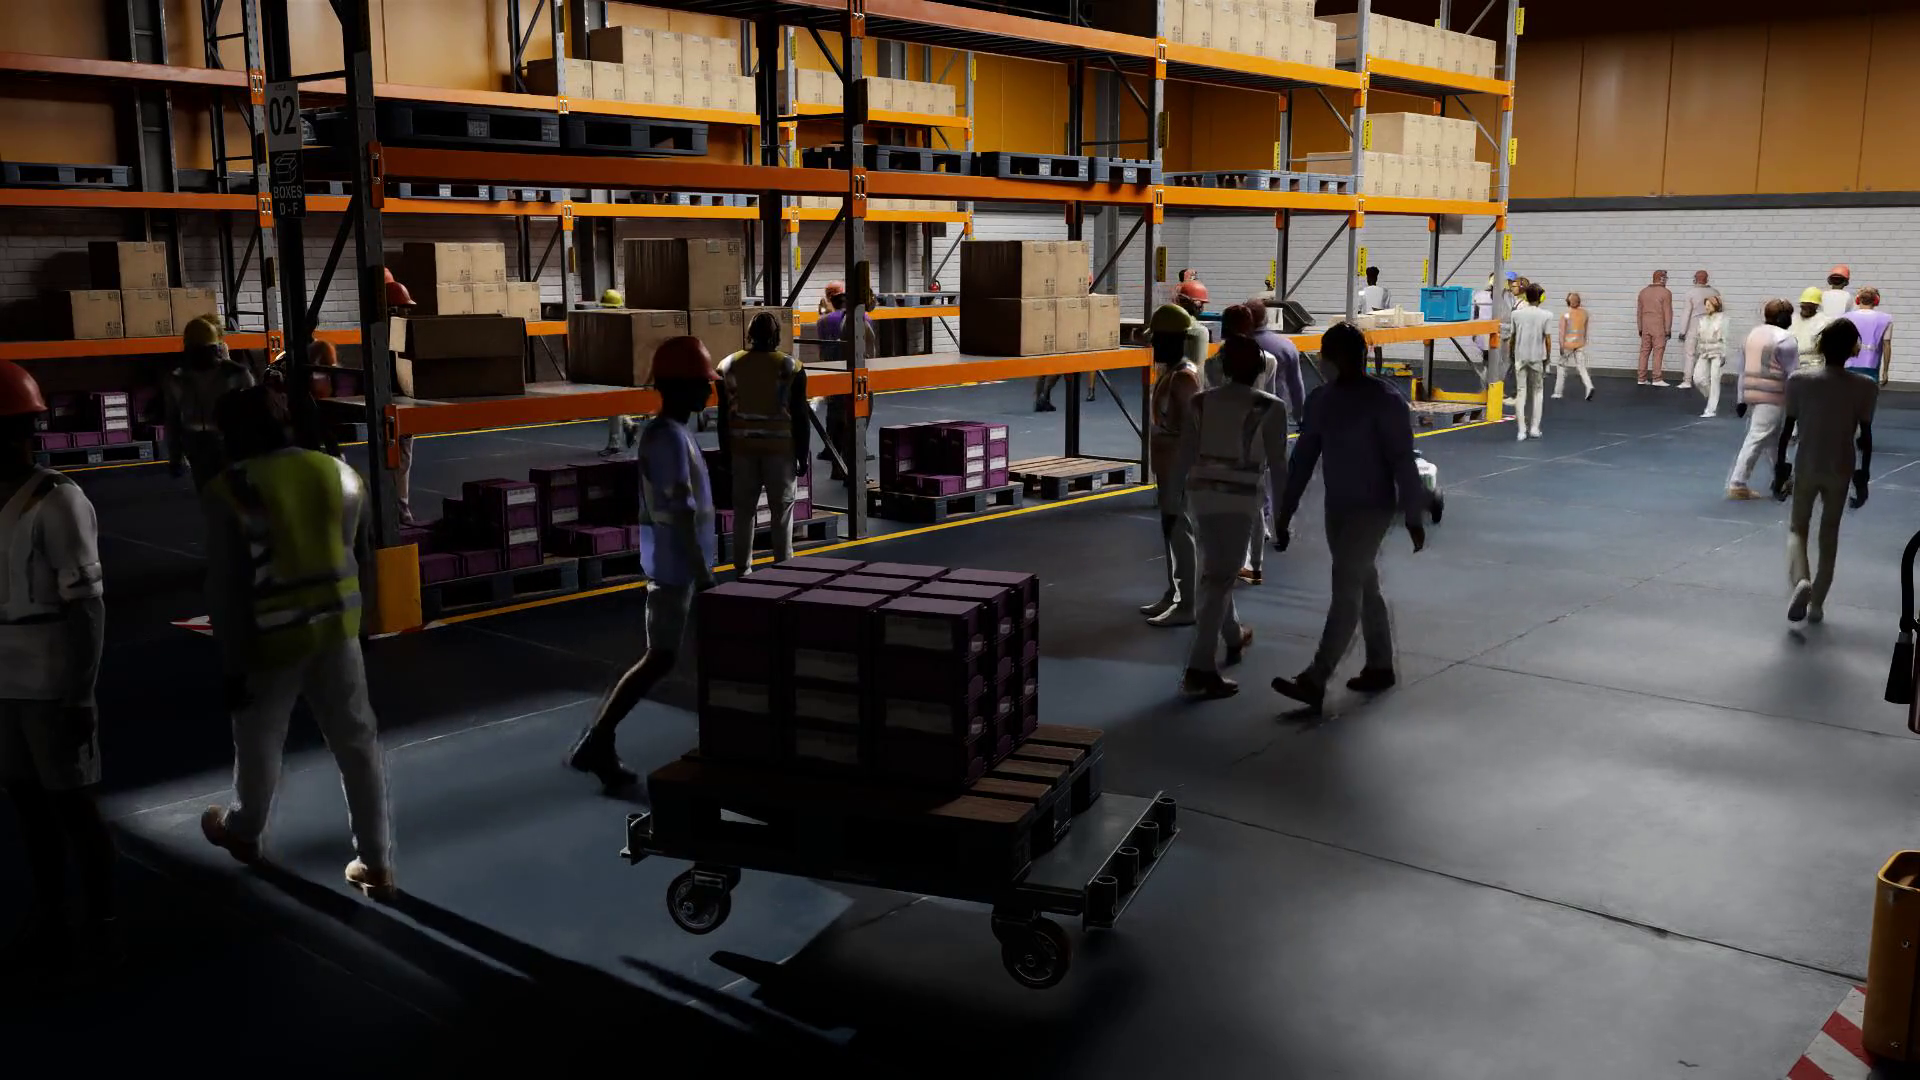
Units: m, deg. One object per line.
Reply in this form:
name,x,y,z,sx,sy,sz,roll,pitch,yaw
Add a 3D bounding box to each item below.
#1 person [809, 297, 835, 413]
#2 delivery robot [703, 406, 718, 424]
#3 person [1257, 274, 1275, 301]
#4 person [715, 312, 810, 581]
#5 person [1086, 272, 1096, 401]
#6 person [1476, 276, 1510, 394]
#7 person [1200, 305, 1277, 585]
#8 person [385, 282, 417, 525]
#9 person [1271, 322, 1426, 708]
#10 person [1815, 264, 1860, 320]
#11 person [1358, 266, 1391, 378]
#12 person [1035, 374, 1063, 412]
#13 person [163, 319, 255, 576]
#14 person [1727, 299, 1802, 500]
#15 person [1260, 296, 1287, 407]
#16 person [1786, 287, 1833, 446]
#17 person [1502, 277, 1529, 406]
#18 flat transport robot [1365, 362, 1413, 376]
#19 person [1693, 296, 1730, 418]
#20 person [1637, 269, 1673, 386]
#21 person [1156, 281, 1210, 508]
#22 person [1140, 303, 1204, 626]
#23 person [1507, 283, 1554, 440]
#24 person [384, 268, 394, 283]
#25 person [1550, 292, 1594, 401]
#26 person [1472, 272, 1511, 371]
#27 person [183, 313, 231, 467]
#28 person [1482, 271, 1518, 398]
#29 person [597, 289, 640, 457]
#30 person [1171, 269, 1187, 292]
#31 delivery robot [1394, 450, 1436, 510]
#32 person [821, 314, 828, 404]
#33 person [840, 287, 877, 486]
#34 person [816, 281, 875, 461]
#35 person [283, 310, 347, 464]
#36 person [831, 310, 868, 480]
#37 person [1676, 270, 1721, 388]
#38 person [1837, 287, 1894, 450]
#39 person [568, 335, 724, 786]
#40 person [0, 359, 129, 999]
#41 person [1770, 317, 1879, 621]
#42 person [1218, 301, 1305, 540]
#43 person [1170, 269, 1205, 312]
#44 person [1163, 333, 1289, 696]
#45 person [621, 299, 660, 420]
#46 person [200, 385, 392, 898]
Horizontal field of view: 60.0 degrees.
person,-1.792,-2.537,22.846,0.514,1.585,0.879,8,13,39
delivery robot,-3.032,-1.691,20.694,0.477,0.478,0.707,-2,10,-12
person,5.836,-4.115,31.320,0.533,1.768,0.310,7,12,36
person,-1.294,-0.585,11.034,0.629,1.837,0.429,1,10,7
person,1.838,-3.010,24.548,0.547,1.934,0.376,4,11,21
person,7.263,-2.667,22.676,0.435,1.896,0.641,3,10,17
person,1.838,-0.619,11.072,0.585,1.883,0.340,-5,11,-28
person,-4.385,-1.005,12.955,0.383,1.993,0.622,-7,12,-34
person,1.886,-0.124,8.255,0.992,1.885,0.675,-5,11,-28
person,11.511,-2.602,21.925,0.614,2.039,0.395,6,12,32
person,6.782,-3.528,27.447,0.599,1.958,0.377,0,10,3
person,1.234,-2.715,22.911,0.468,1.915,0.578,-4,11,-23
person,-5.064,-0.590,11.230,0.618,1.787,0.754,-1,10,-5
person,7.355,-1.249,14.918,0.953,1.794,0.631,0,10,-3
person,4.244,-2.513,22.636,0.406,1.611,0.522,-8,13,-39
person,9.599,-1.983,19.057,0.515,1.807,0.668,-6,12,-31
person,8.014,-2.847,23.875,0.342,1.846,0.508,1,10,8
flat transport robot,7.262,-3.038,29.438,1.431,0.197,0.652,2,10,11
person,10.041,-2.438,22.173,0.392,1.628,0.528,-5,11,-24
person,11.405,-3.468,27.243,0.401,1.904,0.650,-5,11,-25
person,2.010,-1.269,14.540,0.785,1.959,0.618,-9,13,-41
person,1.265,-0.447,9.971,0.374,1.925,0.595,0,10,0
person,6.756,-2.113,19.728,0.518,1.839,0.764,5,11,26
person,-6.283,-1.945,18.177,0.374,2.043,0.612,-8,13,-39
person,9.149,-2.879,24.728,0.519,1.608,0.762,-2,10,-12
person,8.609,-3.402,26.960,0.593,1.883,0.904,6,12,30
person,-7.694,-1.521,17.034,0.502,1.595,0.831,6,12,31
person,8.065,-3.053,24.889,0.378,1.909,0.749,8,13,38
person,-3.738,-1.827,18.155,0.609,1.815,0.641,7,12,33
person,4.084,-4.006,30.405,0.524,1.871,0.325,6,12,30
delivery robot,3.811,-0.509,13.965,0.477,0.478,0.707,3,11,18
person,-1.780,-2.837,24.042,0.529,1.767,0.329,-5,11,-27
person,-0.946,-1.436,15.574,0.355,1.938,0.637,-2,10,-13
person,-1.212,-1.779,17.689,0.671,1.895,0.399,1,10,8
person,-6.188,-1.371,15.948,0.543,1.682,0.413,3,10,14
person,-1.076,-1.433,16.281,0.323,1.690,0.536,5,11,24
person,11.863,-3.371,26.788,0.673,1.909,0.450,-2,10,-10
person,10.026,-1.897,18.540,0.585,1.826,0.452,7,12,33
person,-1.200,0.093,6.990,0.933,1.904,0.556,0,10,-3
person,-2.820,0.418,5.018,0.553,1.935,0.364,6,12,31
person,5.140,-0.398,9.918,0.535,1.850,0.633,5,11,26
person,2.359,-0.953,13.100,0.658,1.837,1.043,3,10,18
person,3.817,-3.560,27.782,0.643,1.900,0.400,9,14,42
person,1.418,-0.154,8.664,0.651,1.812,1.063,8,13,38
person,-4.167,-2.430,21.439,0.640,1.878,1.047,5,11,28
person,-2.388,0.345,5.868,0.975,1.777,0.664,8,13,39
